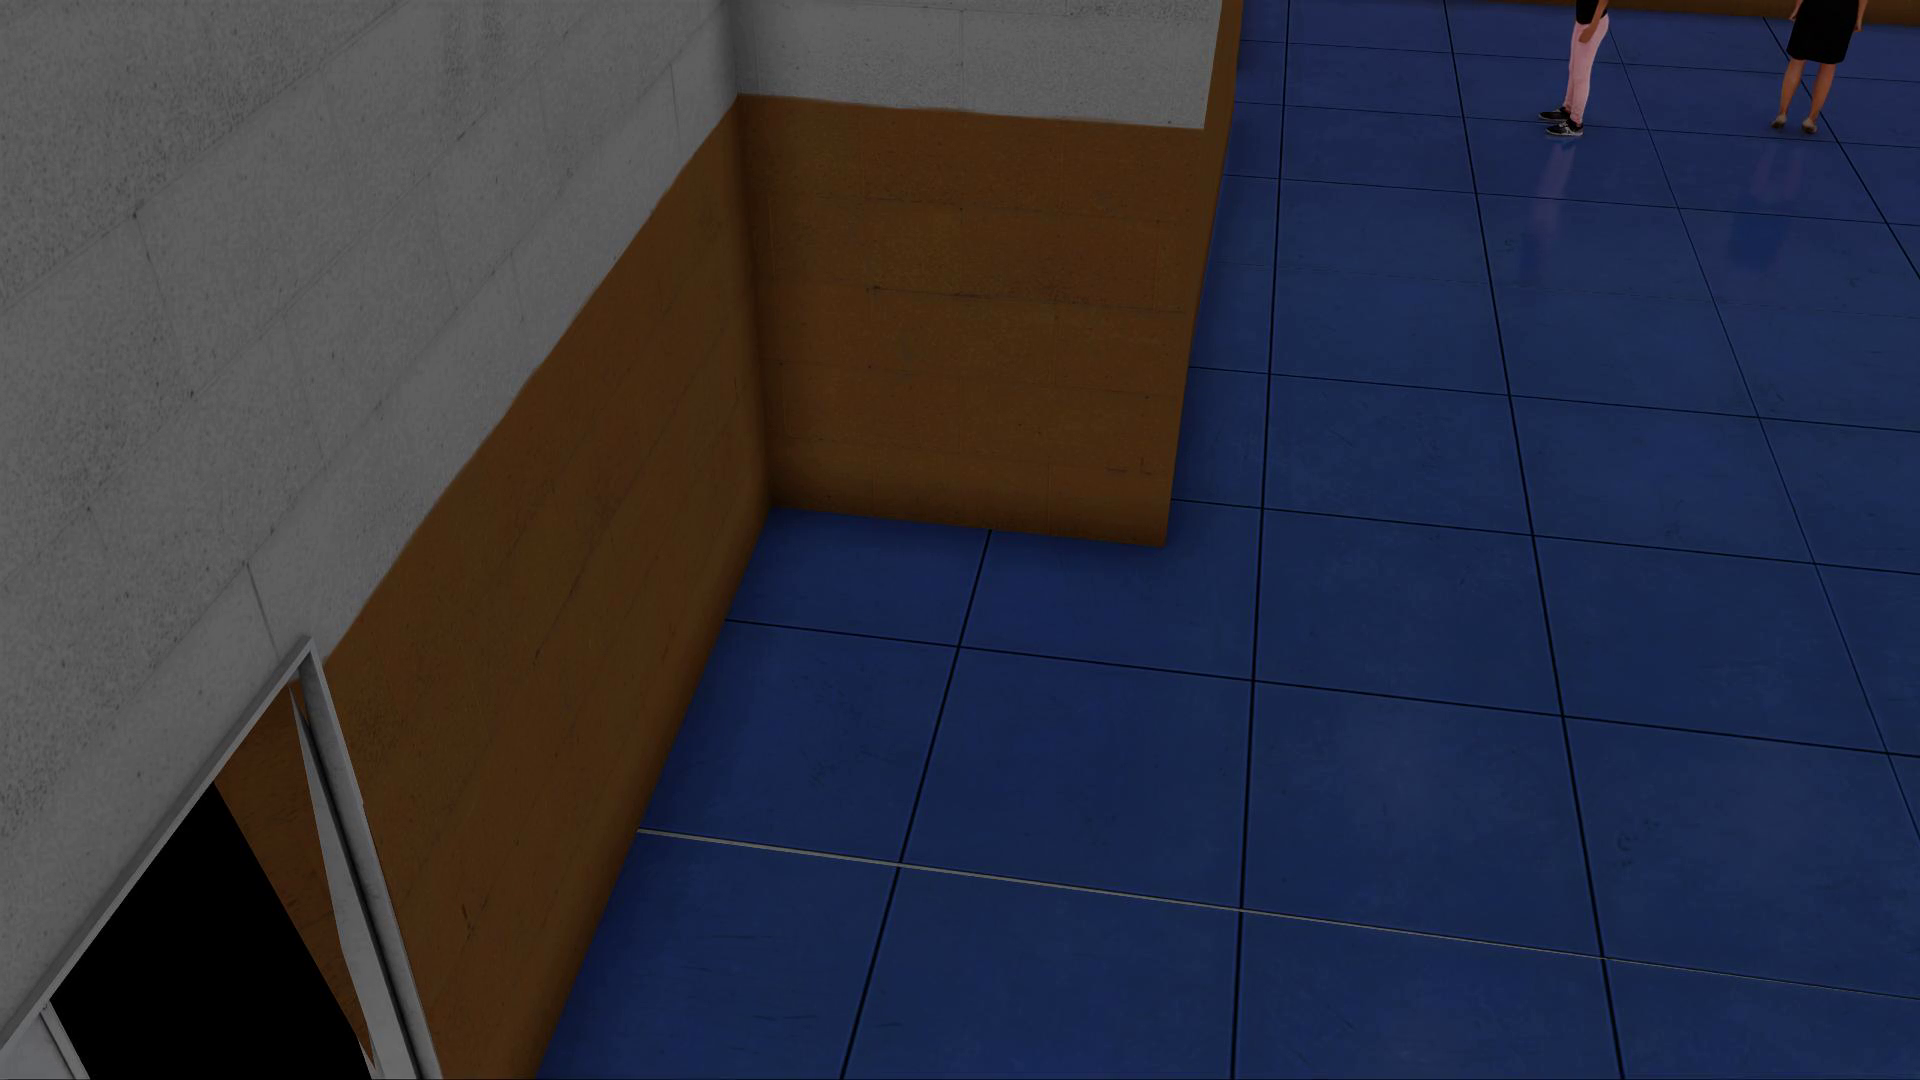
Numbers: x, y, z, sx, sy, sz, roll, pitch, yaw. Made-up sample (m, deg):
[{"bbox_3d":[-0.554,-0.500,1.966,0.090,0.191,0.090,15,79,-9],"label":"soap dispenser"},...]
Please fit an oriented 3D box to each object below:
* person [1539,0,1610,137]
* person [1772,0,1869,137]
[{"bbox_3d":[4.481,-3.666,11.832,0.507,1.565,0.530,5,37,7],"label":"person"},{"bbox_3d":[6.130,-3.720,11.745,0.595,1.755,0.761,20,41,24],"label":"person"}]
